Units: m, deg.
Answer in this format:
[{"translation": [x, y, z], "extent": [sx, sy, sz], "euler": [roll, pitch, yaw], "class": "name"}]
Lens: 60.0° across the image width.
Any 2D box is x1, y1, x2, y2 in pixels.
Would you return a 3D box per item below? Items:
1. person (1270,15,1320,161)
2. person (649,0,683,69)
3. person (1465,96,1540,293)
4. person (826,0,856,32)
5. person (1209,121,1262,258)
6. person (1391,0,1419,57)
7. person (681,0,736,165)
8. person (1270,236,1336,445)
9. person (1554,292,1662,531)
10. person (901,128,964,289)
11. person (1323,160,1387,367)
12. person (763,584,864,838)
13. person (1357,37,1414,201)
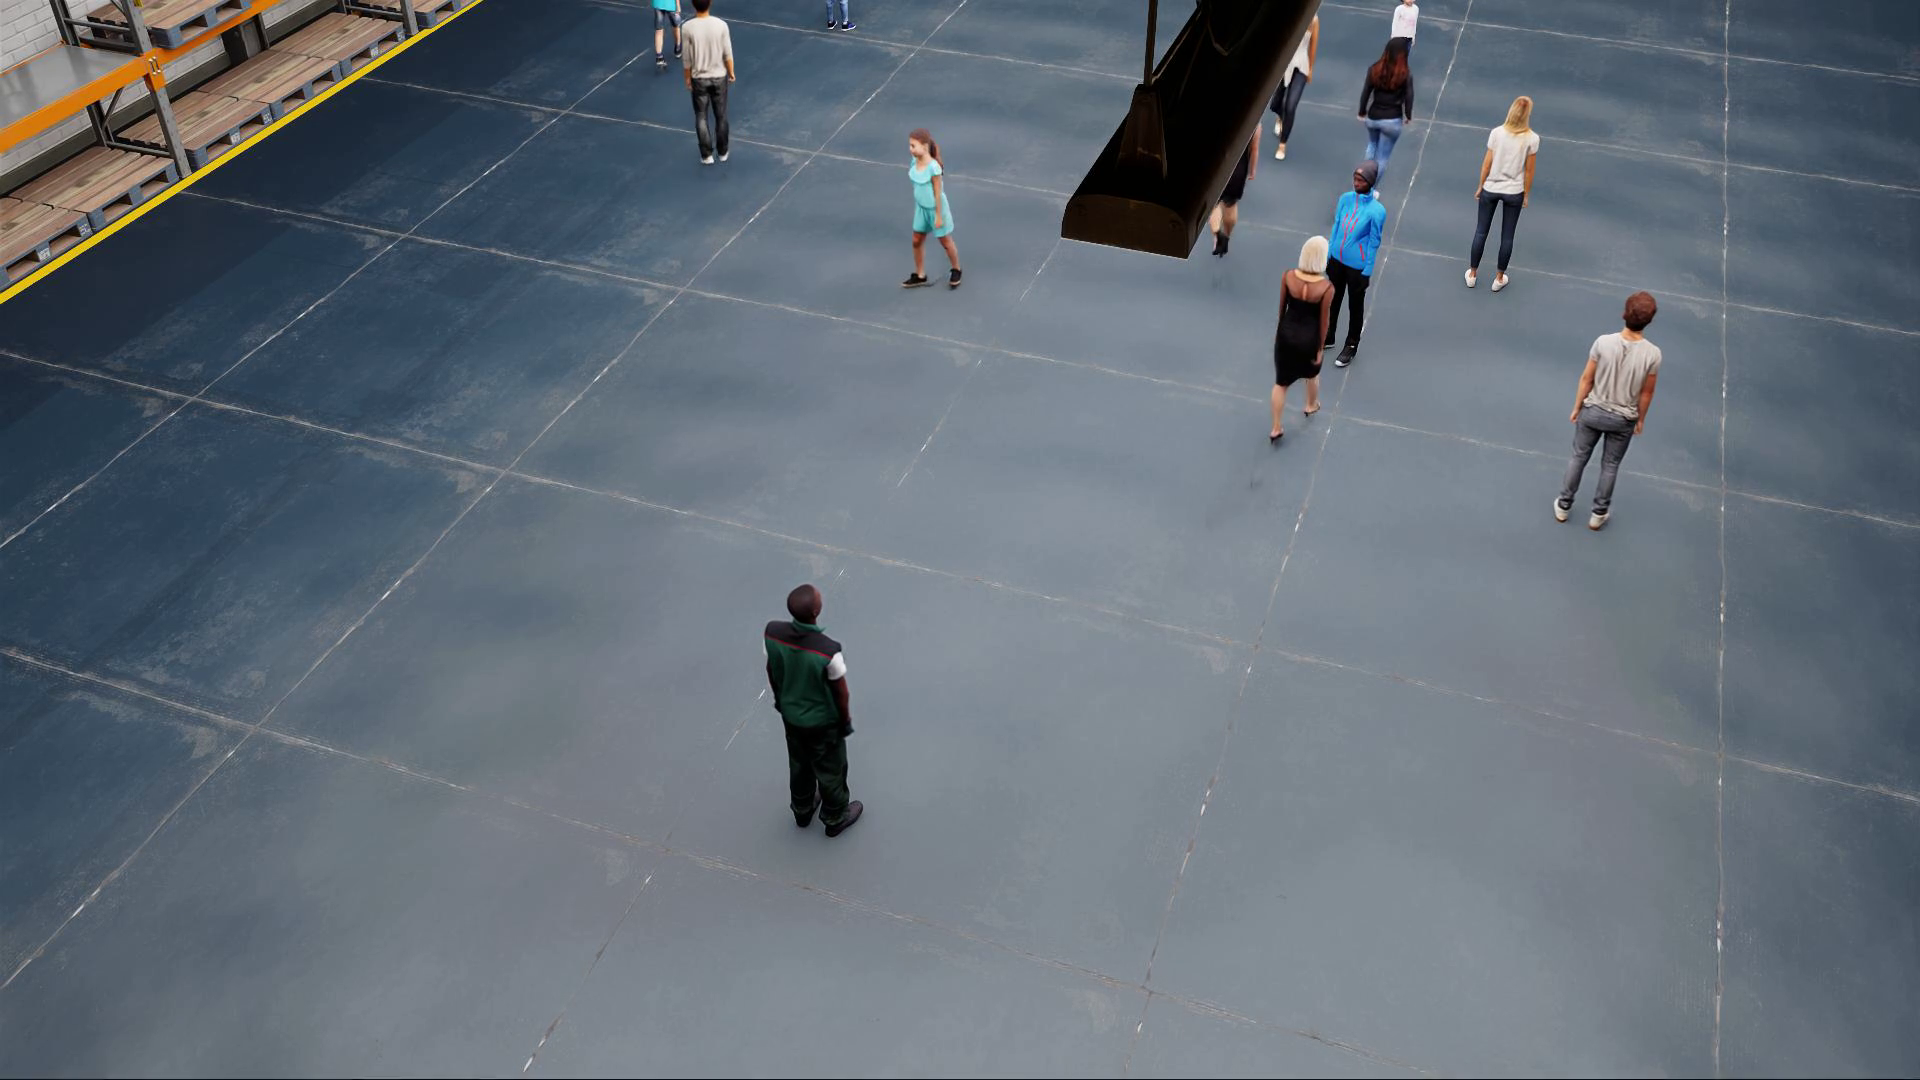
[{"translation": [3.375, -4.814, 16.947], "extent": [0.630, 1.770, 0.906], "euler": [10, 40, 12], "class": "person"}, {"translation": [-3.357, -6.041, 18.758], "extent": [0.672, 1.427, 0.979], "euler": [4, 39, 5], "class": "person"}, {"translation": [4.802, -3.064, 14.725], "extent": [0.607, 1.808, 0.483], "euler": [14, 41, 16], "class": "person"}, {"translation": [-1.467, -6.670, 19.683], "extent": [0.515, 1.255, 0.494], "euler": [16, 41, 19], "class": "person"}, {"translation": [2.438, -3.304, 15.109], "extent": [0.786, 1.703, 0.886], "euler": [1, 39, 2], "class": "person"}, {"translation": [4.914, -5.611, 18.473], "extent": [0.532, 1.110, 0.585], "euler": [-9, 40, -12], "class": "person"}, {"translation": [-2.513, -4.626, 16.678], "extent": [0.814, 1.811, 0.863], "euler": [-6, 39, -8], "class": "person"}, {"translation": [2.576, -1.487, 12.827], "extent": [0.689, 1.712, 0.946], "euler": [19, 43, 23], "class": "person"}, {"translation": [4.667, -0.912, 11.961], "extent": [0.657, 1.893, 0.554], "euler": [15, 41, 18], "class": "person"}, {"translation": [-0.200, -2.957, 14.817], "extent": [0.914, 1.525, 0.791], "euler": [-30, 47, -32], "class": "person"}, {"translation": [3.257, -2.312, 13.794], "extent": [0.695, 1.794, 0.691], "euler": [-30, 47, -32], "class": "person"}, {"translation": [-0.856, 0.992, 9.621], "extent": [0.716, 1.839, 0.649], "euler": [19, 42, 22], "class": "person"}, {"translation": [4.071, -4.031, 16.086], "extent": [0.743, 1.620, 0.825], "euler": [26, 45, 29], "class": "person"}]
